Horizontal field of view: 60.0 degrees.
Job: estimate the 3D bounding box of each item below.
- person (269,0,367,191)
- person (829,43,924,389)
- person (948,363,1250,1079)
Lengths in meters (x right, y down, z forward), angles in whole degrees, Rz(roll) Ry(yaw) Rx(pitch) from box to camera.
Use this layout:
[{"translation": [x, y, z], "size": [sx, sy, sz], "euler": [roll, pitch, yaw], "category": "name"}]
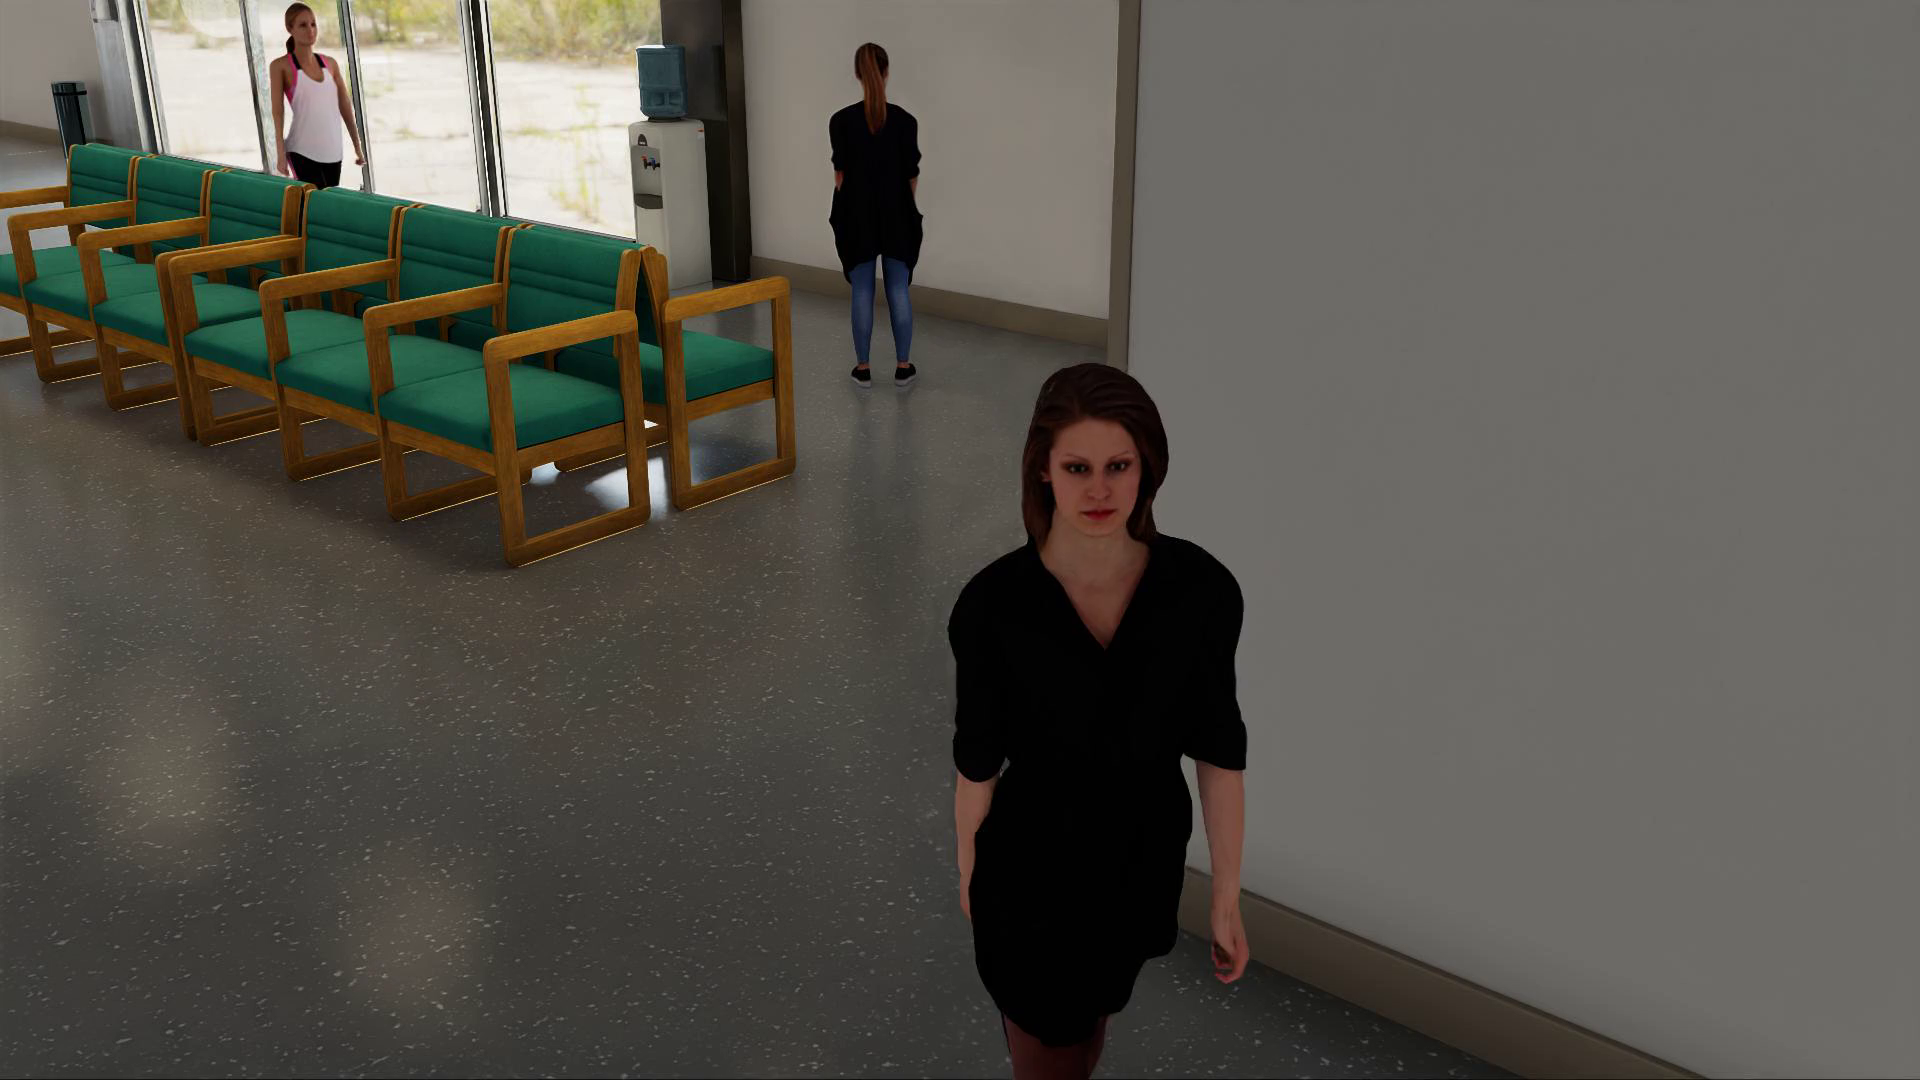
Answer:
[{"translation": [-3.906, -2.279, 9.967], "size": [0.709, 1.767, 0.881], "euler": [15, 25, 35], "category": "person"}, {"translation": [-0.414, -1.604, 8.298], "size": [0.716, 1.688, 0.769], "euler": [-1, 21, -2], "category": "person"}, {"translation": [0.183, 0.519, 2.713], "size": [0.984, 1.673, 0.987], "euler": [-5, 21, -12], "category": "person"}]
